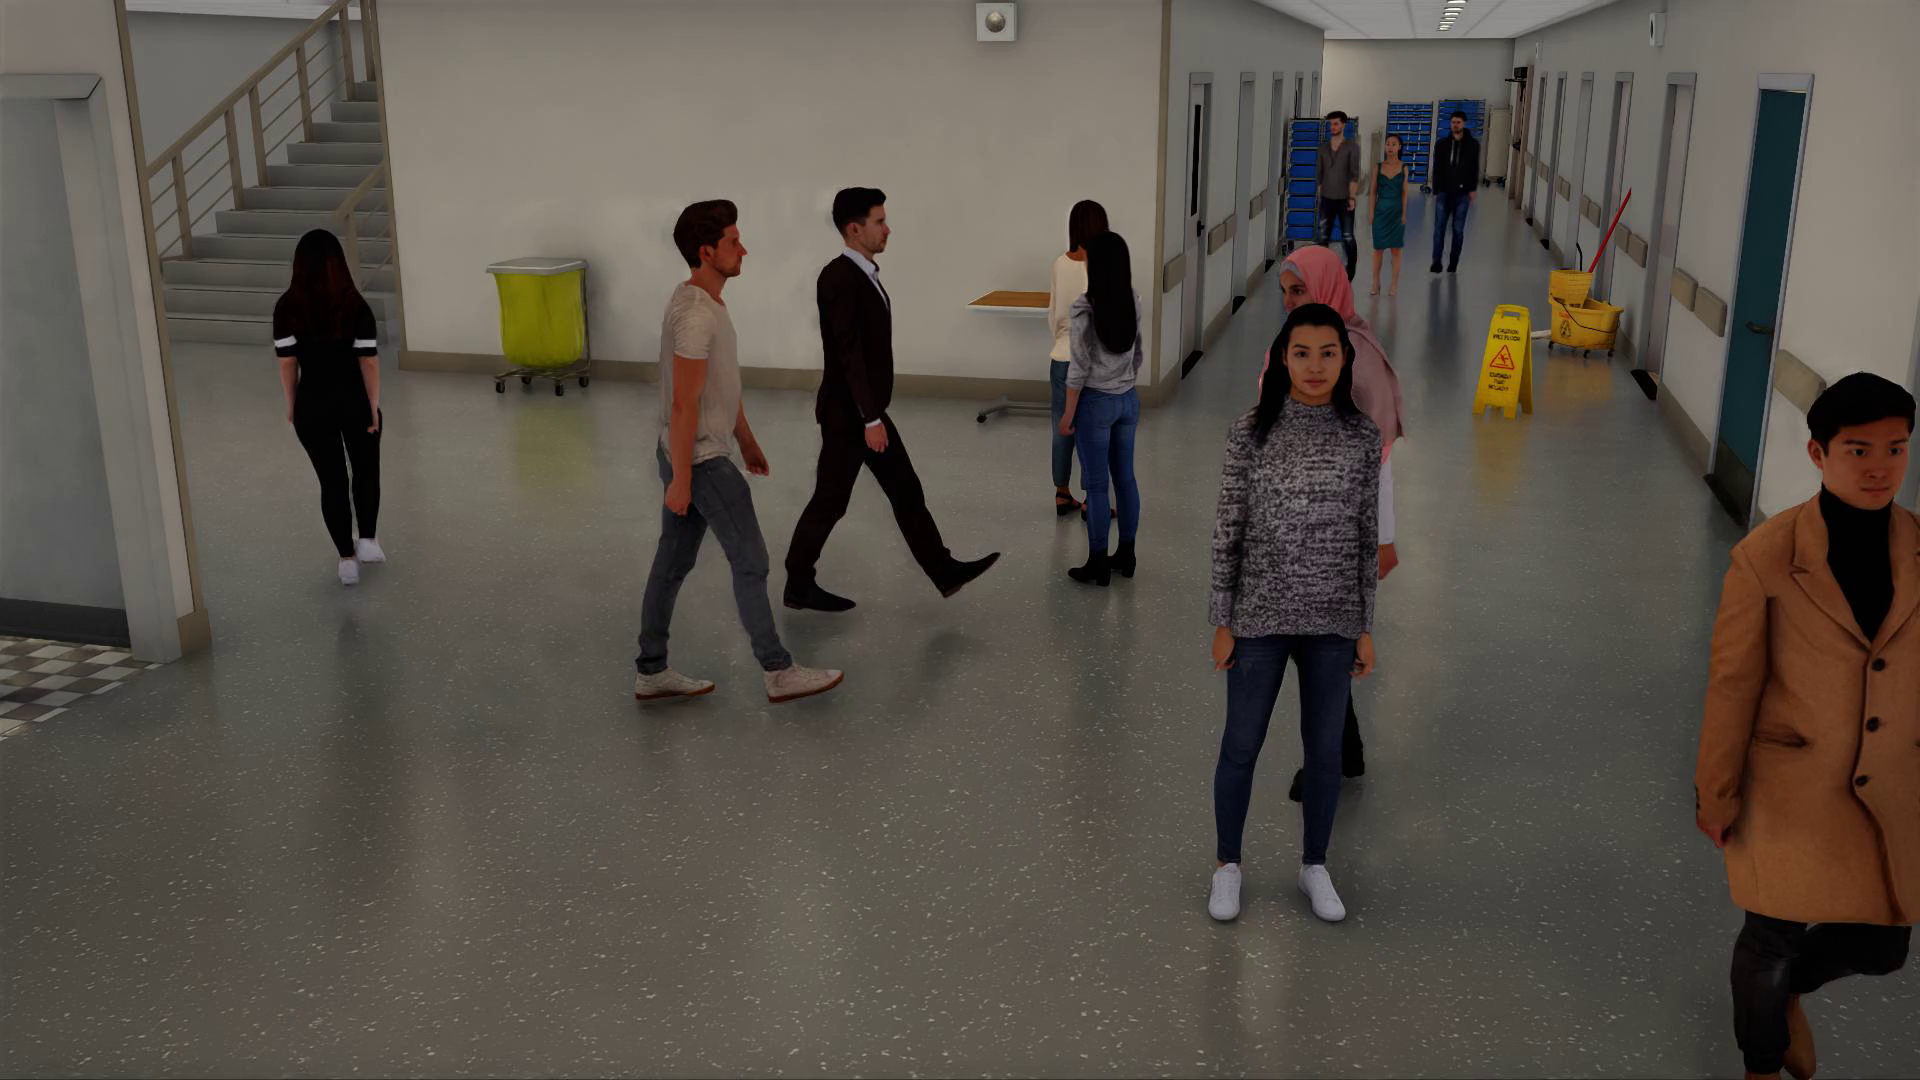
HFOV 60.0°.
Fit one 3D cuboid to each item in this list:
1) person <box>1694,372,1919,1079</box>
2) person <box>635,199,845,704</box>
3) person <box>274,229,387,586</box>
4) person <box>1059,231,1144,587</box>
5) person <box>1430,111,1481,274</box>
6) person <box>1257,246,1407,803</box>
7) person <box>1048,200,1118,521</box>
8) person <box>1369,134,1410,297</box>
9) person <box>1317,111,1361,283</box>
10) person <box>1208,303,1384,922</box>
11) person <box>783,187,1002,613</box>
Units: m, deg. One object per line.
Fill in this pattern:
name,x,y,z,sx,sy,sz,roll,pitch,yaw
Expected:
person,1.849,0.476,3.611,0.726,1.713,0.839,2,16,6
person,-1.050,-0.277,6.083,1.012,1.861,1.062,-4,16,-14
person,-2.867,-0.583,7.595,0.710,1.630,0.741,-4,16,-15
person,0.682,-0.609,7.681,0.631,1.633,0.738,-14,21,-40
person,5.825,-4.065,19.508,0.736,1.869,0.948,6,17,20
person,1.246,-0.052,5.435,0.849,1.781,0.790,-10,19,-33
person,0.651,-0.950,8.804,0.707,1.682,0.705,-15,22,-43
person,4.534,-3.419,17.553,0.547,1.686,0.493,6,17,20
person,4.205,-3.731,18.309,0.950,1.876,1.314,10,18,31
person,0.926,0.208,4.601,0.659,1.732,0.599,0,16,2
person,-0.533,-0.538,7.094,0.843,1.816,1.139,2,16,6
